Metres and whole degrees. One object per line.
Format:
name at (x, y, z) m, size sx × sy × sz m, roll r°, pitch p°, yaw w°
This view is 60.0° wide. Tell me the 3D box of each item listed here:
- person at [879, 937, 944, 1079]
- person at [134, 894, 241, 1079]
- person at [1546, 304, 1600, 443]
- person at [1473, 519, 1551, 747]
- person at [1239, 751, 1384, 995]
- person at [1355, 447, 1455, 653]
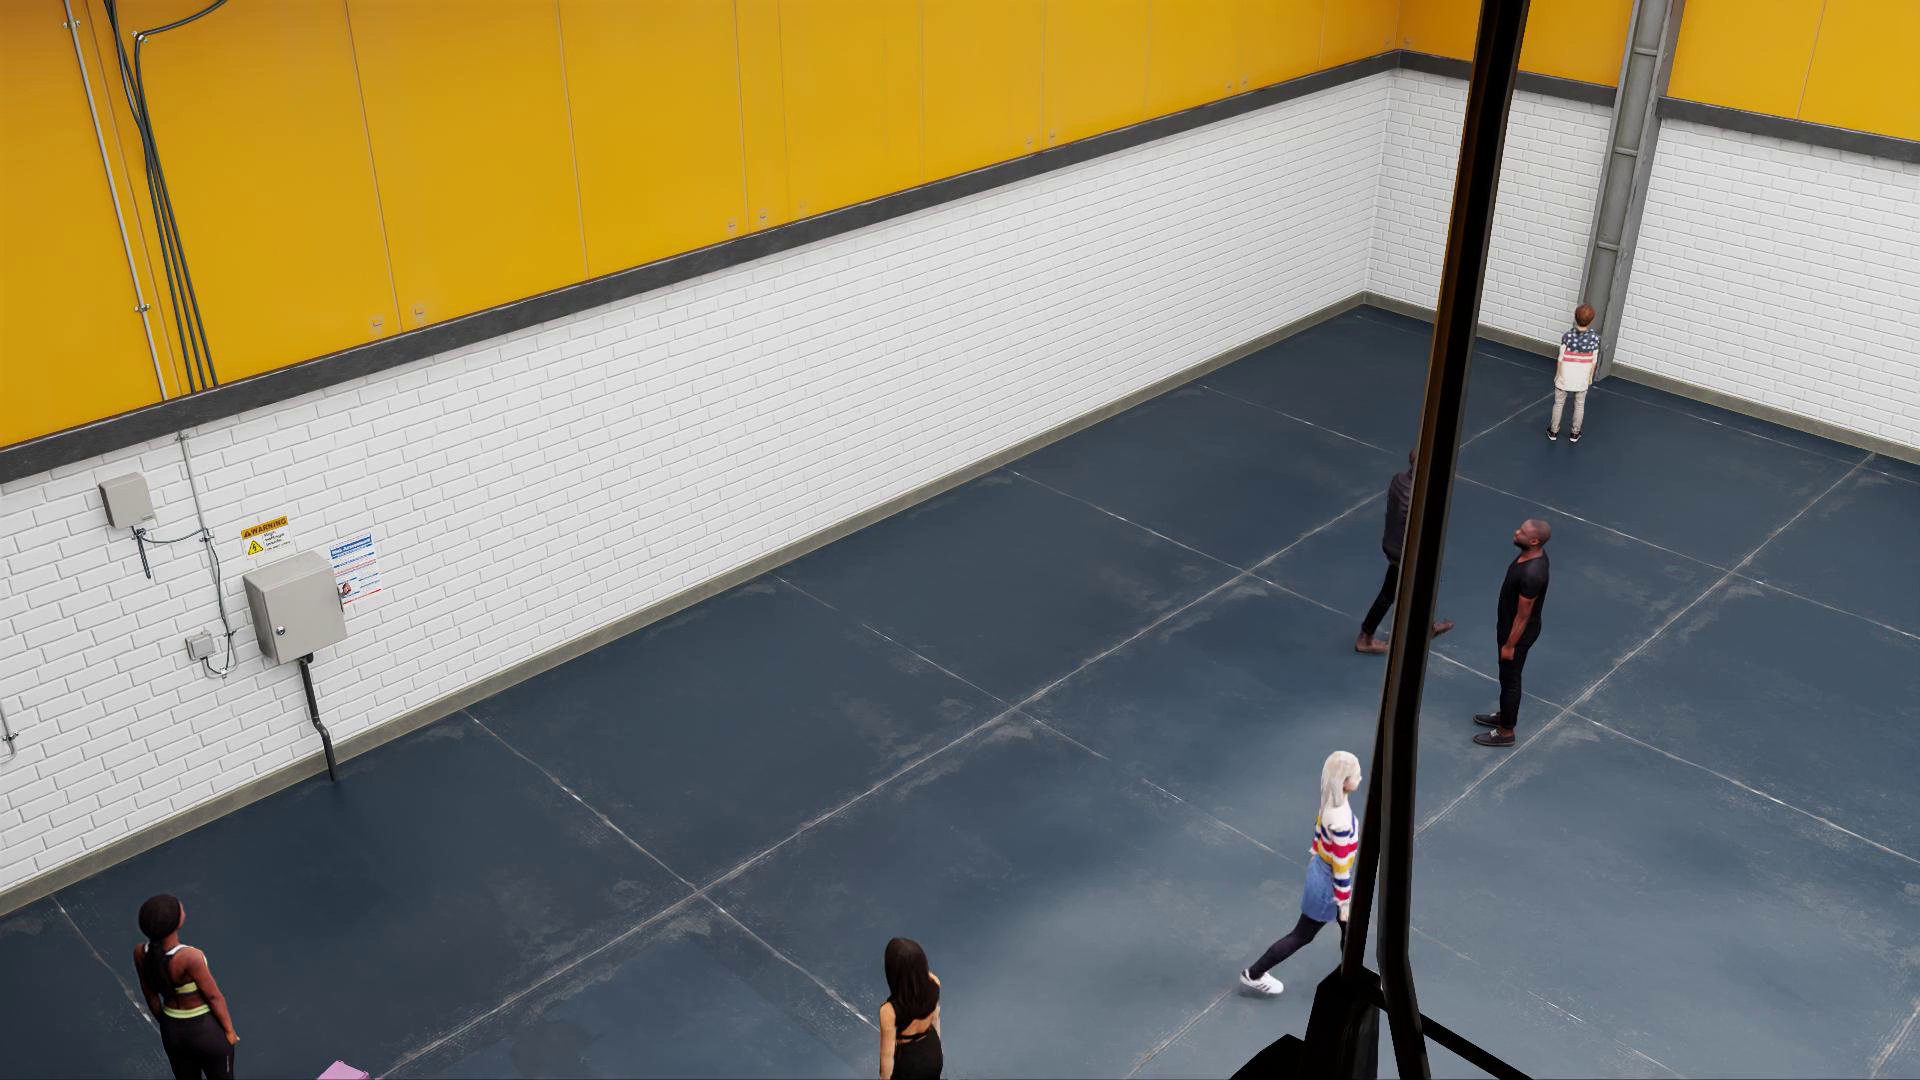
person at (-0.177, 2.699, 8.395) m, size 0.618 × 1.636 × 0.881 m, roll -21°, pitch 35°, yaw -34°
person at (-3.948, 2.543, 8.558) m, size 0.618 × 1.755 × 0.703 m, roll 4°, pitch 29°, yaw 8°
person at (6.147, -1.681, 16.630) m, size 0.553 × 1.439 × 0.650 m, roll 7°, pitch 29°, yaw 13°
person at (4.005, 0.653, 11.954) m, size 0.739 × 1.819 × 0.749 m, roll 8°, pitch 30°, yaw 14°
person at (2.029, 1.983, 9.572) m, size 1.247 × 1.766 × 1.085 m, roll 4°, pitch 29°, yaw 8°
person at (3.373, 0.111, 12.967) m, size 1.183 × 1.802 × 1.151 m, roll -2°, pitch 29°, yaw -4°
